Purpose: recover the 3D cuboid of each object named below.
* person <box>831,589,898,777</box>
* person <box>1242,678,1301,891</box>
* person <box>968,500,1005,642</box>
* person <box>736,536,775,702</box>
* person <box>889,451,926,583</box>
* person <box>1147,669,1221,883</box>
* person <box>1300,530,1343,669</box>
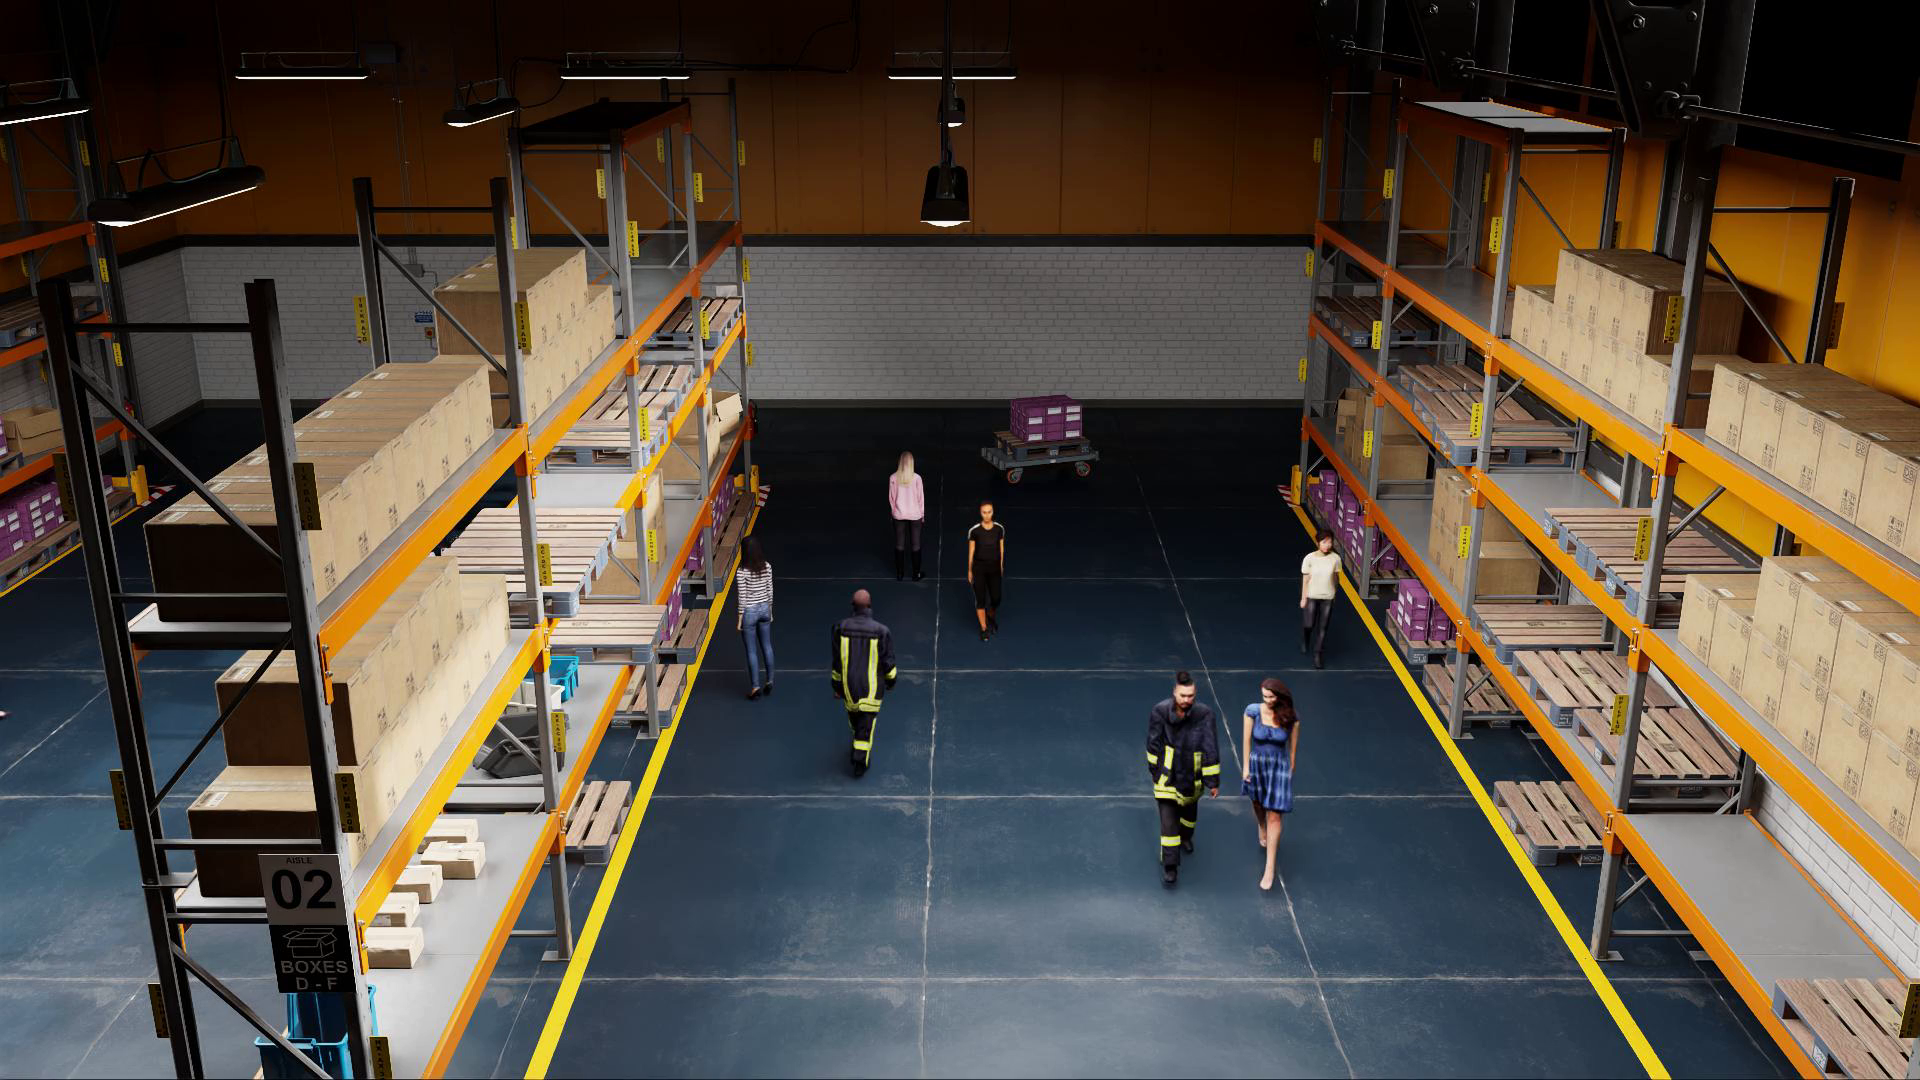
[{"bbox_3d":[-0.946,1.377,15.838,0.856,1.779,1.168,2,19,7],"label":"person"},{"bbox_3d":[2.596,1.979,14.090,0.877,1.754,1.241,5,19,15],"label":"person"},{"bbox_3d":[0.282,0.323,19.159,0.616,1.658,0.661,-3,19,-7],"label":"person"},{"bbox_3d":[-2.152,0.817,17.478,0.672,1.794,0.718,-16,24,-39],"label":"person"},{"bbox_3d":[-0.666,-0.302,20.968,0.636,1.687,0.598,4,19,11],"label":"person"},{"bbox_3d":[1.888,1.921,14.166,0.819,1.816,1.164,1,19,3],"label":"person"},{"bbox_3d":[3.955,0.624,18.393,0.595,1.577,0.651,0,19,0],"label":"person"}]
